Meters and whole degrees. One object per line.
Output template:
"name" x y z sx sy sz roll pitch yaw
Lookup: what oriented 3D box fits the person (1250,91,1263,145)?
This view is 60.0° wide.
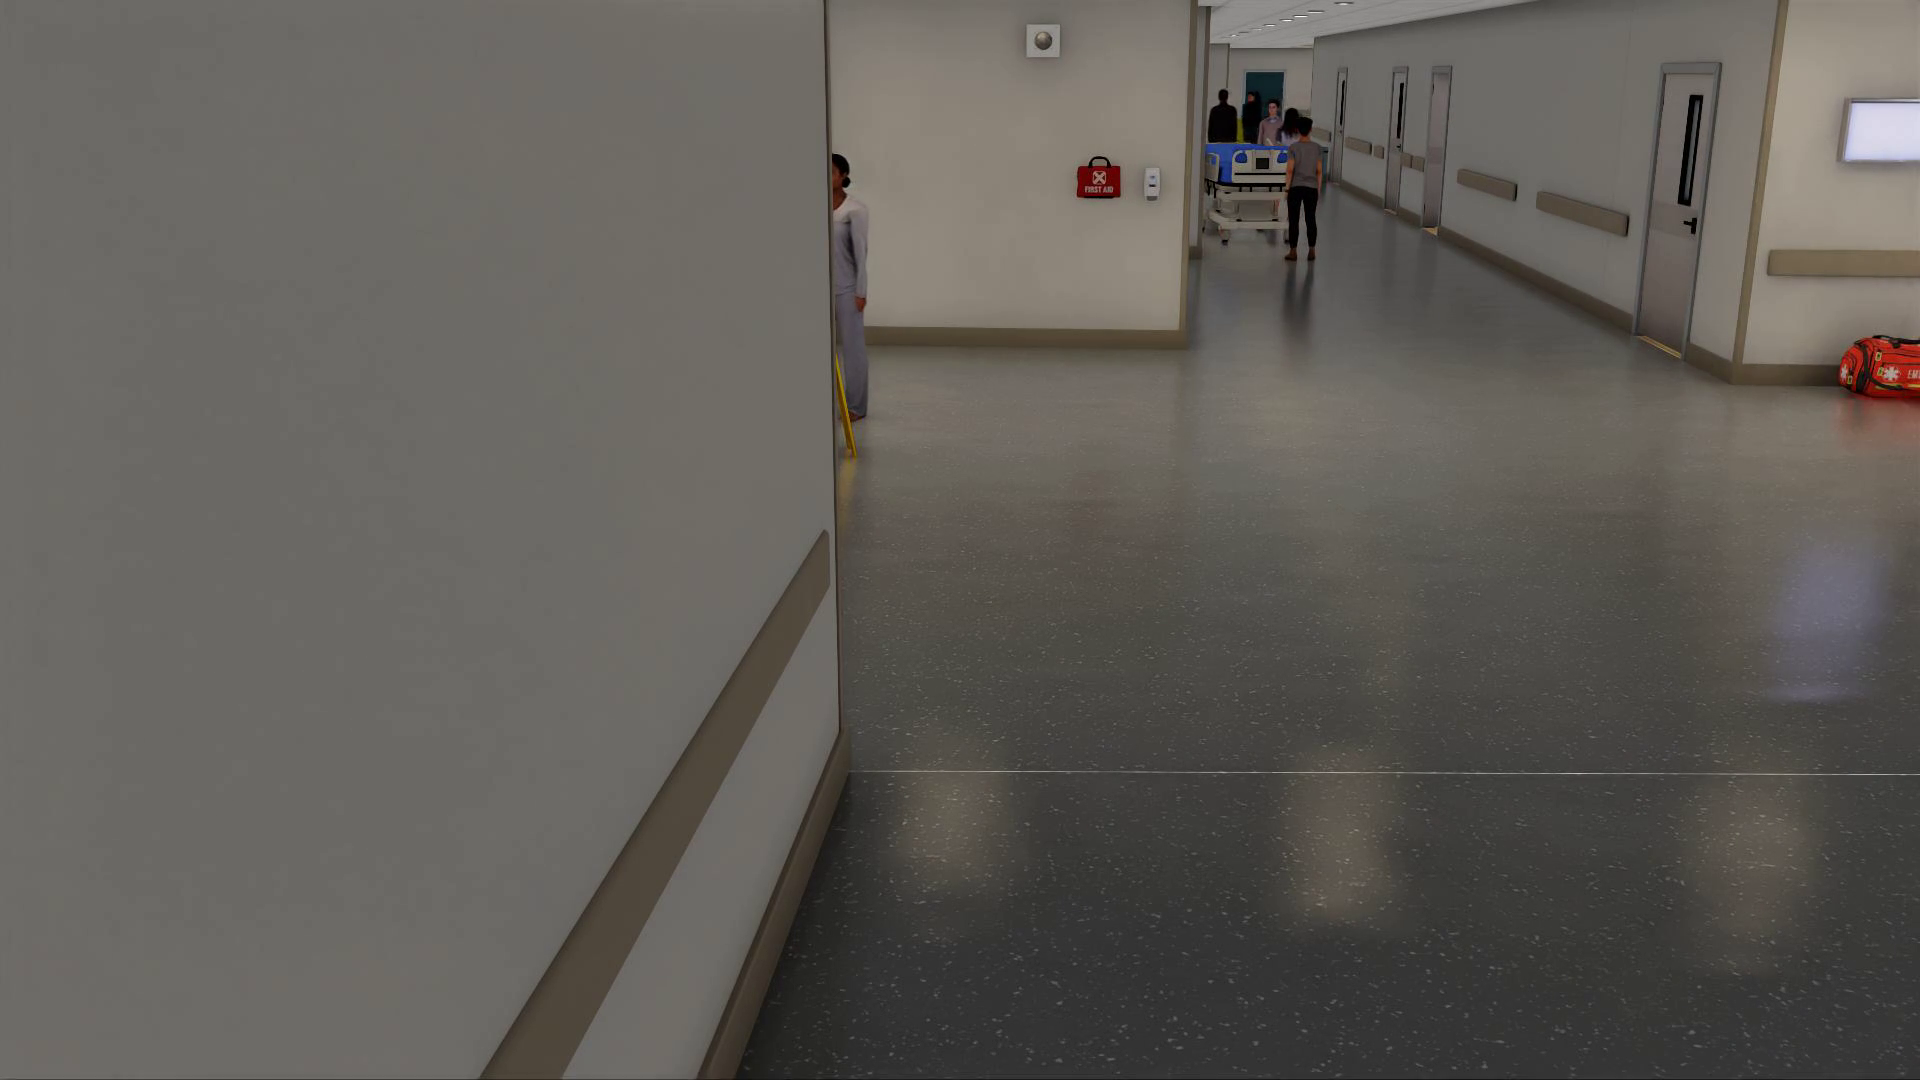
"person" 9.350 -13.188 52.032 0.999 1.629 1.023 -11 19 -33

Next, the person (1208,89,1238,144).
"person" 4.894 -7.399 30.980 0.935 1.909 0.860 4 16 14

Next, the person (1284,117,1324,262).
"person" 4.188 -4.292 20.314 0.494 1.717 0.685 -1 16 -2

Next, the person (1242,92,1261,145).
"person" 7.704 -10.963 44.000 0.990 1.705 0.960 10 19 32

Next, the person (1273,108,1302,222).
"person" 4.839 -5.457 24.456 0.872 1.712 0.792 -2 16 -7

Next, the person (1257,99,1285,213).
"person" 5.112 -6.293 27.245 0.554 1.807 0.736 5 17 18
